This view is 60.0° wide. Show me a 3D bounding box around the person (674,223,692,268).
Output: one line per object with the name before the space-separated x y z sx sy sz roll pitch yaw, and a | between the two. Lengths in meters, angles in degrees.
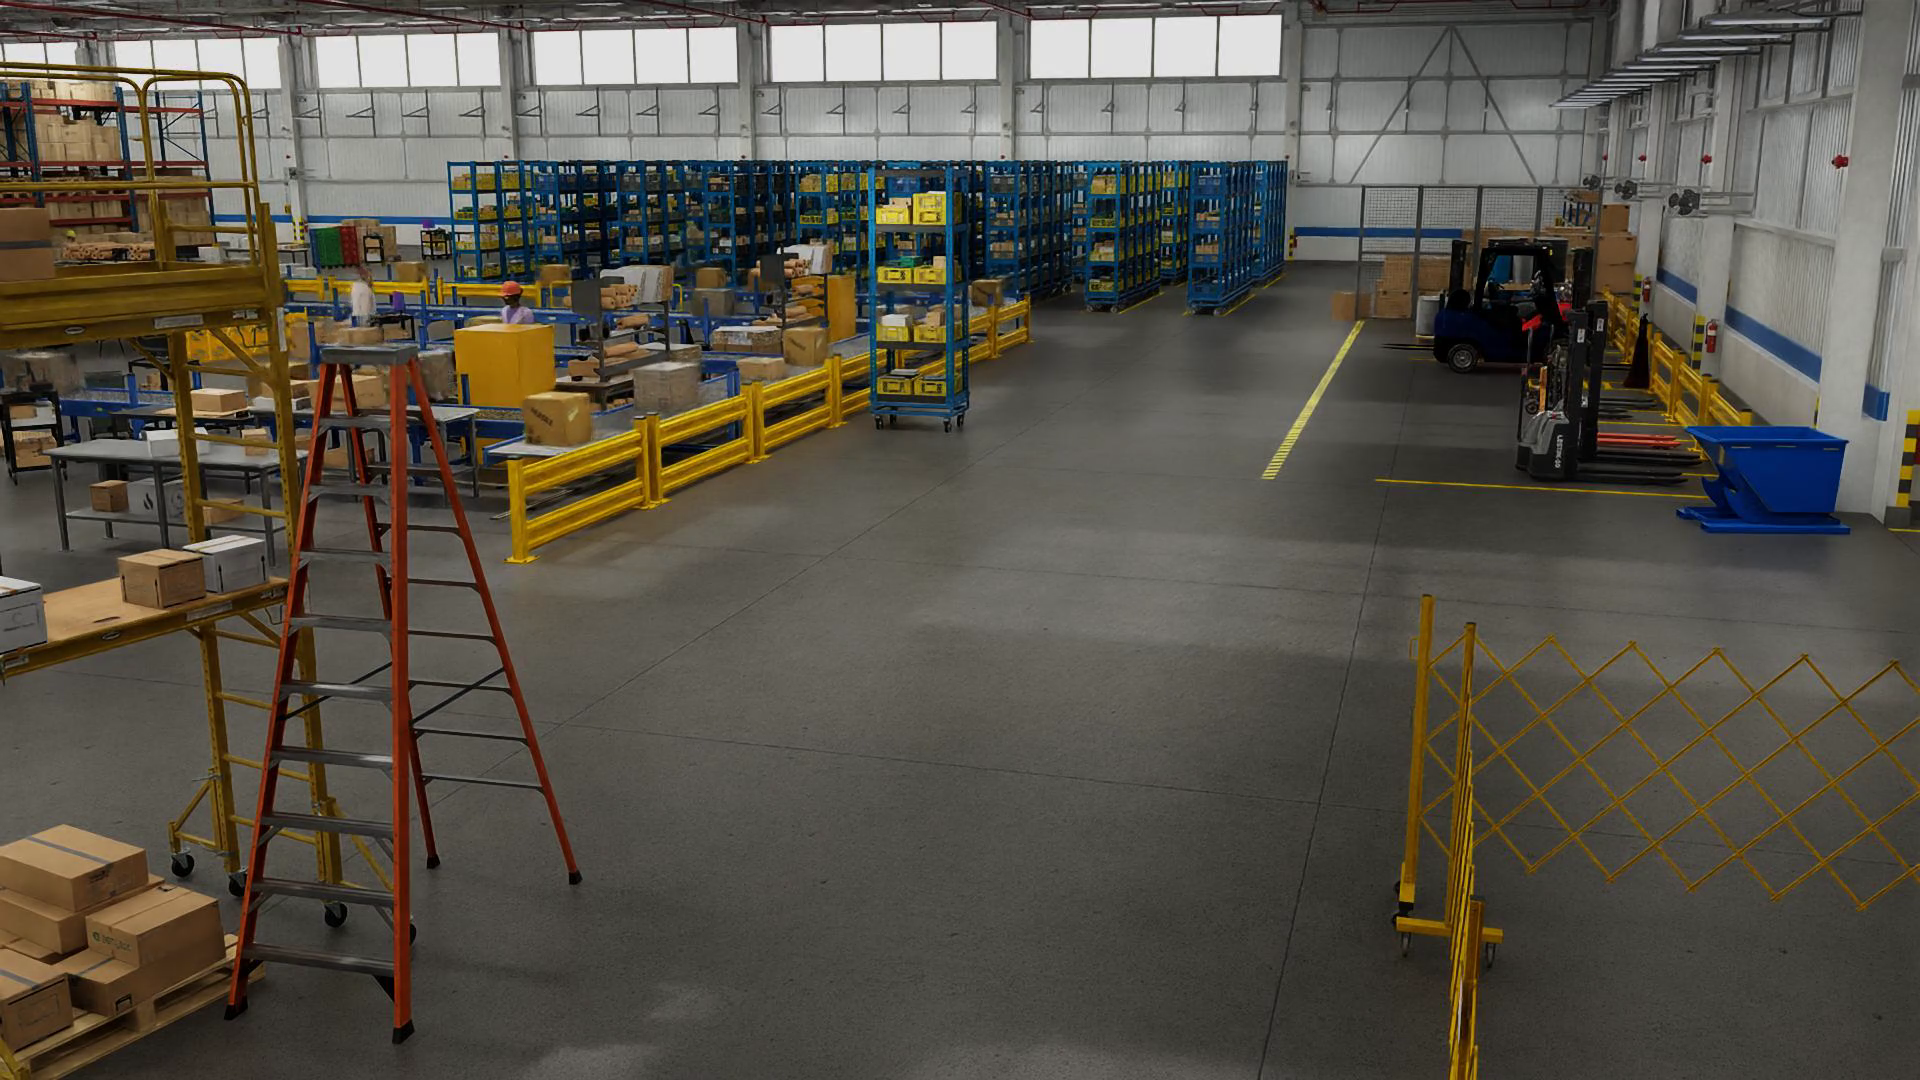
person | -8.753 -9.139 52.108 0.907 1.791 0.623 5 14 21

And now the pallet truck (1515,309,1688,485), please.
pallet truck | 7.554 -1.677 19.446 1.885 1.965 0.823 3 13 14

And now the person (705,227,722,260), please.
person | -7.378 -8.754 50.016 0.622 1.994 0.381 0 13 1

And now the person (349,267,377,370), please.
person | -10.459 -3.847 29.147 0.971 1.856 0.659 -12 18 -42

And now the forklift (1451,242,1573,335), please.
forklift | 10.464 -4.597 31.405 2.680 1.987 1.157 4 14 16

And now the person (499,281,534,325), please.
person | -6.262 -2.637 23.500 0.608 2.040 0.394 9 16 35

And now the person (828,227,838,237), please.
person | -4.158 -10.060 56.020 0.609 1.828 0.643 4 14 17

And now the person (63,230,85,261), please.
person | -24.624 -7.726 46.165 0.905 1.724 0.533 6 14 24

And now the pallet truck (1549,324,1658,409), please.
pallet truck | 9.824 -2.669 25.407 1.601 1.201 0.680 4 14 16

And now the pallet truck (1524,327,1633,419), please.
pallet truck | 9.065 -2.460 24.370 1.522 1.261 0.704 3 13 14

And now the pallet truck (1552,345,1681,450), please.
pallet truck | 8.641 -1.896 21.908 1.630 1.274 0.653 4 14 16

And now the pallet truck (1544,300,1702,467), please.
pallet truck | 8.263 -1.952 20.631 1.885 1.965 0.823 5 14 20

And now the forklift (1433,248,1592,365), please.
forklift | 9.780 -4.111 29.280 2.680 1.987 1.157 3 13 14

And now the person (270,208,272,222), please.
person | -26.308 -11.784 63.215 0.409 1.943 0.615 -1 13 -6
